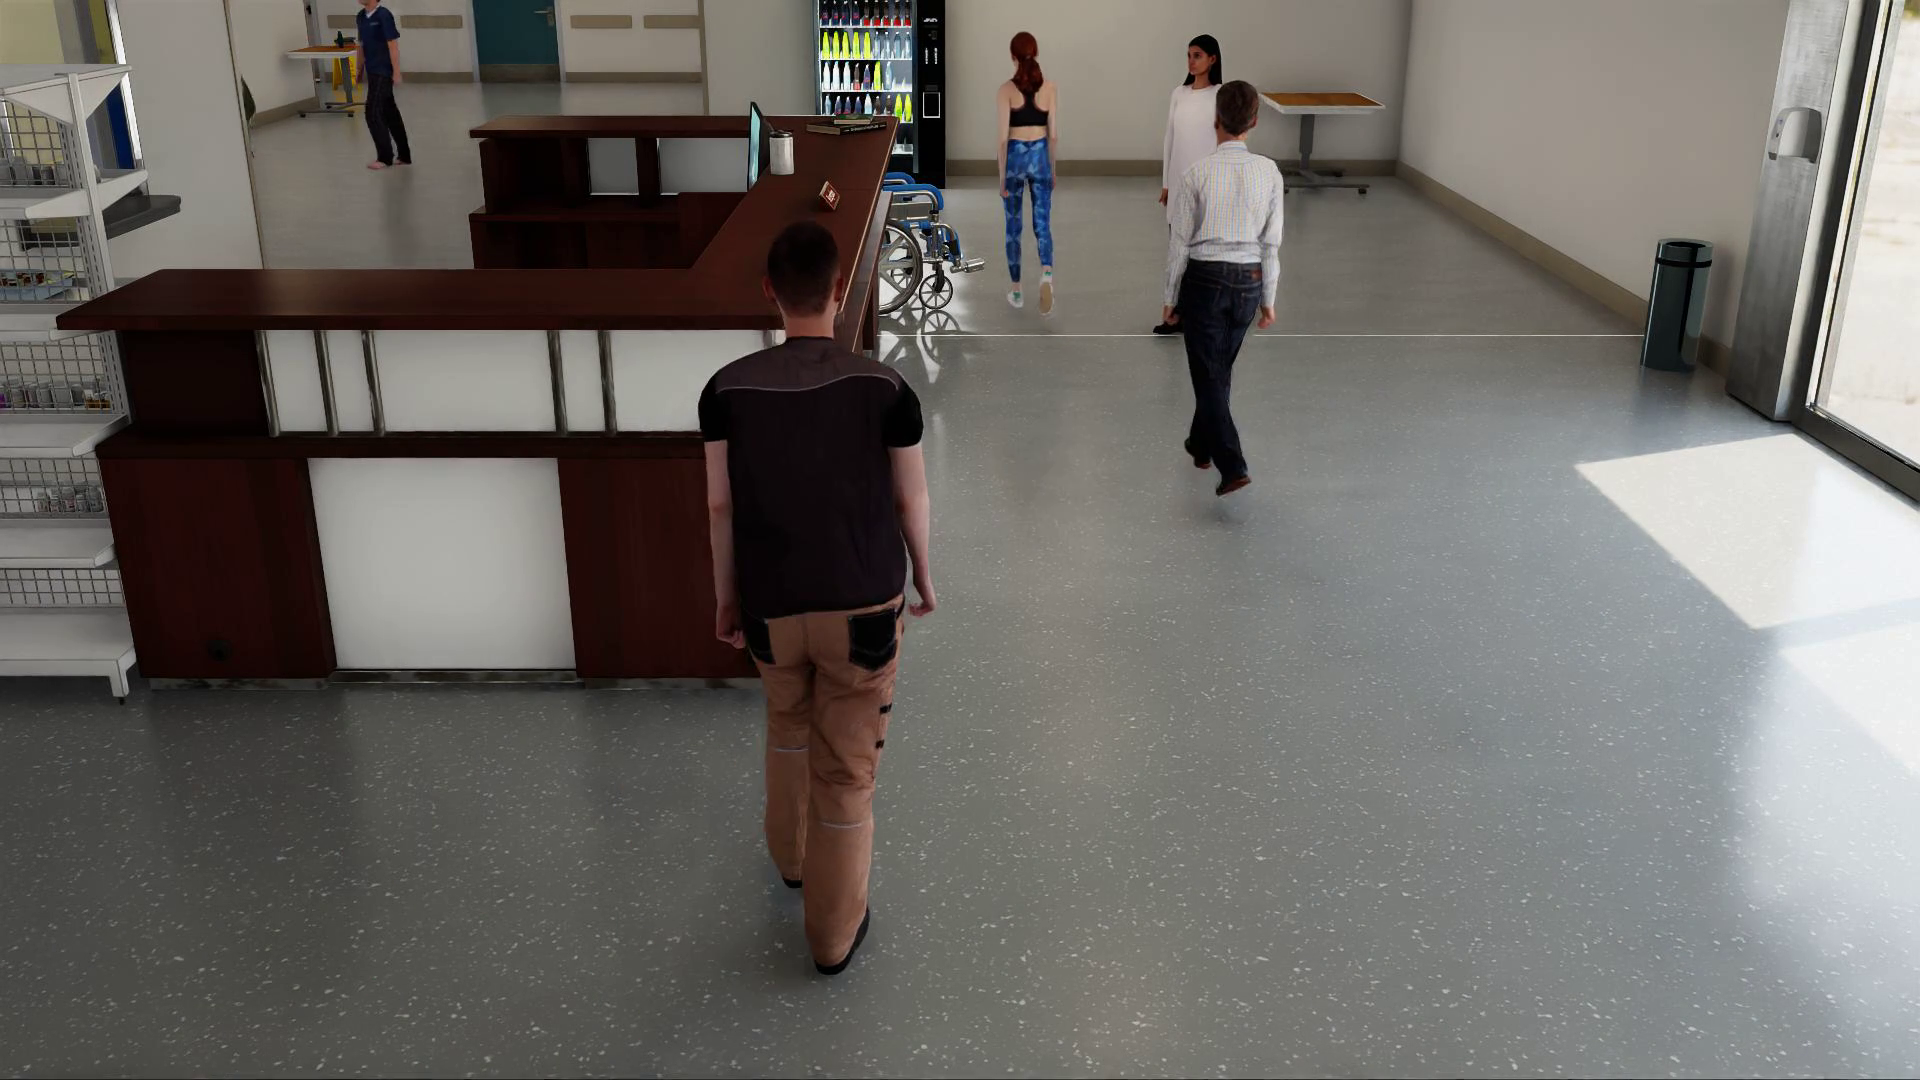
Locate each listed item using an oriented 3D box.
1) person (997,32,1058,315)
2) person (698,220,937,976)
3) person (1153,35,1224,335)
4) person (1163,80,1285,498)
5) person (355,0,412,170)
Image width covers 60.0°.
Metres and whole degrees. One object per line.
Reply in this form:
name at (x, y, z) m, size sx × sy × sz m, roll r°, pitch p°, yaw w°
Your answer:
person at (0.452, -2.280, 10.542) m, size 1.056 × 1.765 × 0.727 m, roll -3°, pitch 21°, yaw -9°
person at (-0.354, 0.191, 3.939) m, size 0.824 × 1.820 × 0.833 m, roll 5°, pitch 21°, yaw 12°
person at (1.444, -2.110, 10.035) m, size 0.659 × 1.807 × 0.739 m, roll 17°, pitch 26°, yaw 37°
person at (1.158, -1.053, 7.276) m, size 1.161 × 1.784 × 0.860 m, roll -4°, pitch 21°, yaw -10°
person at (-5.780, -4.709, 16.837) m, size 0.962 × 1.849 × 0.904 m, roll -19°, pitch 28°, yaw -41°
